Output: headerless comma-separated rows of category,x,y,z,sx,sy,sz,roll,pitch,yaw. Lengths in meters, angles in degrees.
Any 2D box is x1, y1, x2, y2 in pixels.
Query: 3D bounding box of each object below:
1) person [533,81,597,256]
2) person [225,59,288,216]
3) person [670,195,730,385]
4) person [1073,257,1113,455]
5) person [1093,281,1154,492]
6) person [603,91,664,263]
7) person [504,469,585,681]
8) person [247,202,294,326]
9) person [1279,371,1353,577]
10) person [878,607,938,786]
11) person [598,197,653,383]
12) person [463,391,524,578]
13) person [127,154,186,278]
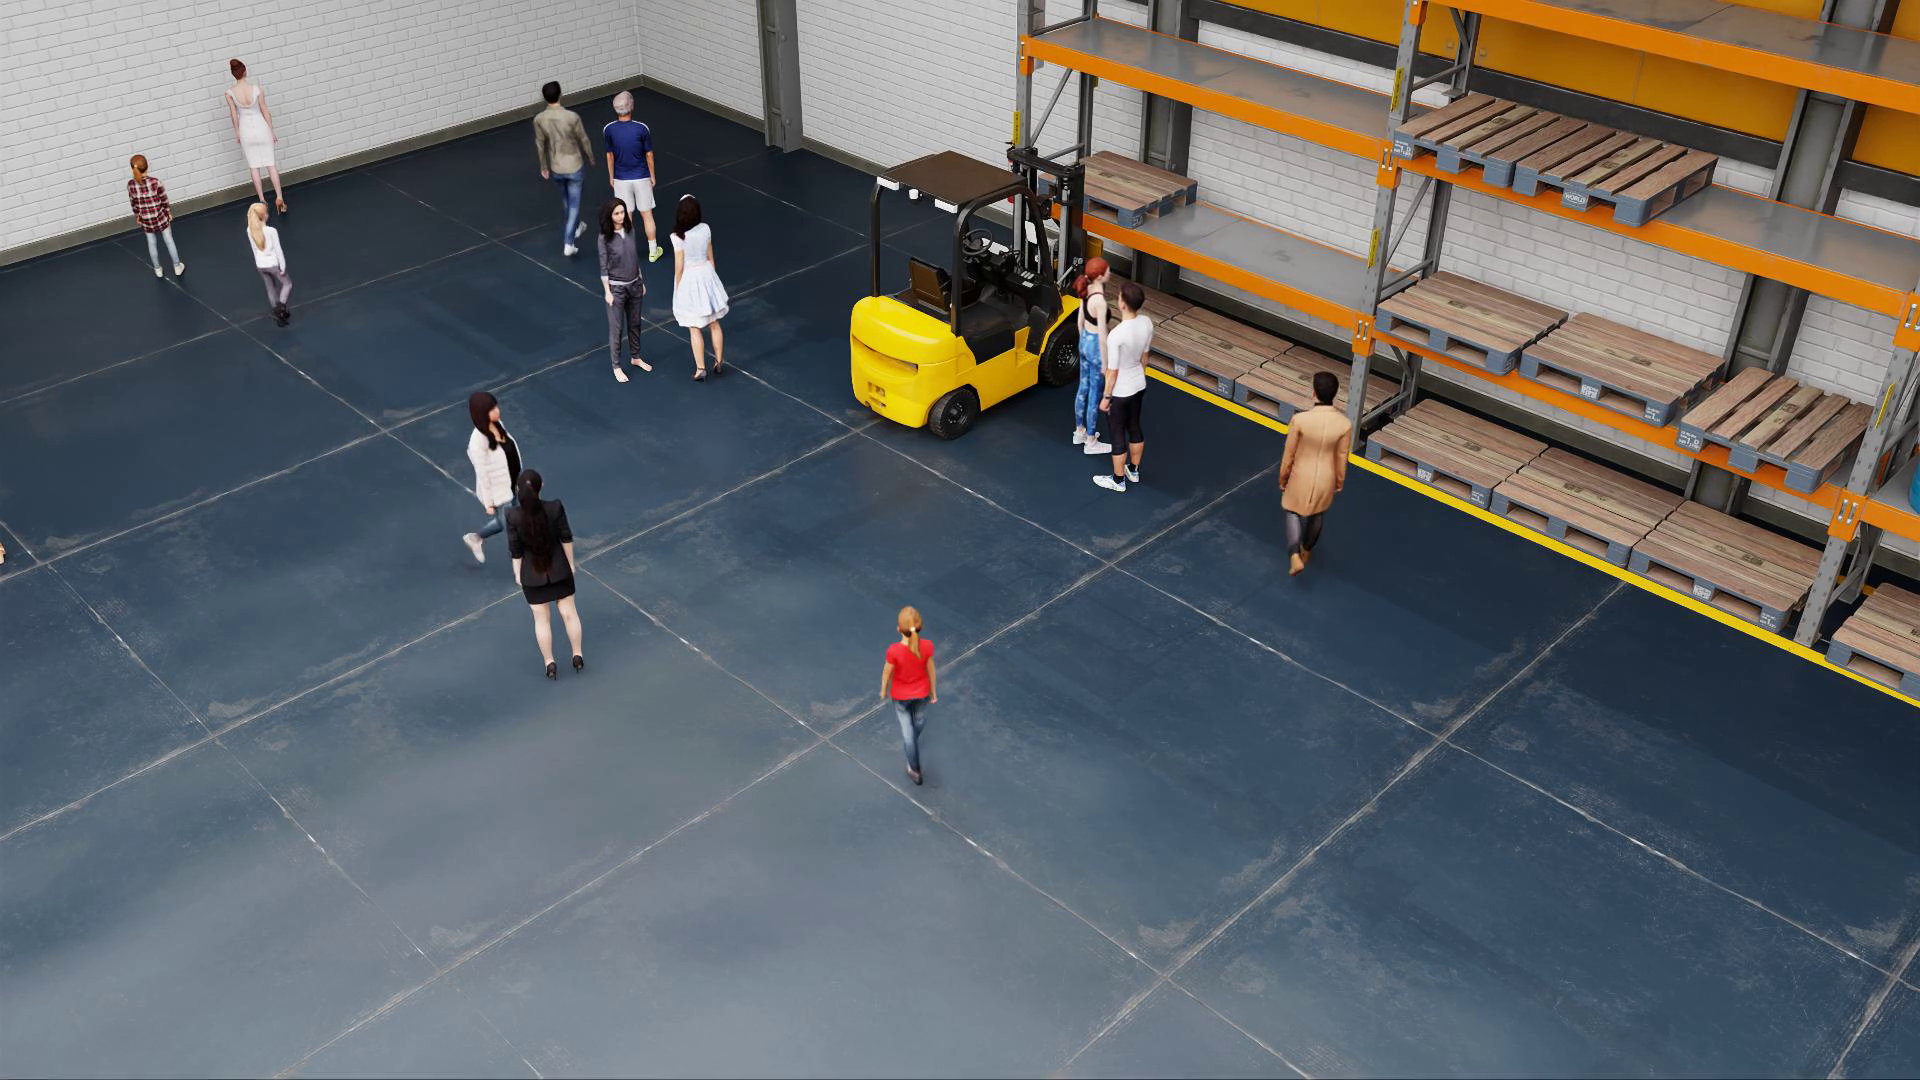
person,-4.204,-3.913,17.714,1.197,1.827,1.175,4,34,7
person,-7.911,-4.517,18.654,0.648,1.793,0.654,-8,34,-12
person,-2.408,-2.298,15.293,0.746,1.818,0.767,-21,39,-29
person,1.140,-1.586,14.253,0.714,1.784,0.626,-13,36,-19
person,1.373,-1.259,13.700,0.656,1.851,0.554,-28,43,-36
person,-3.471,-3.833,17.586,0.711,1.836,0.746,-3,34,-5
person,-2.880,0.236,11.591,0.670,1.696,0.668,-11,35,-16
person,-6.819,-2.678,16.360,0.662,1.269,0.713,4,34,6
person,2.674,-0.464,12.627,0.970,1.715,1.004,3,34,5
person,-0.300,1.036,10.748,0.692,1.296,0.838,-11,35,-16
person,-3.126,-2.350,15.420,0.512,1.764,0.600,26,42,34
person,-3.561,-0.402,12.617,1.019,1.624,0.911,5,34,8
person,-8.450,-3.398,17.412,0.600,1.303,0.626,-8,34,-12
